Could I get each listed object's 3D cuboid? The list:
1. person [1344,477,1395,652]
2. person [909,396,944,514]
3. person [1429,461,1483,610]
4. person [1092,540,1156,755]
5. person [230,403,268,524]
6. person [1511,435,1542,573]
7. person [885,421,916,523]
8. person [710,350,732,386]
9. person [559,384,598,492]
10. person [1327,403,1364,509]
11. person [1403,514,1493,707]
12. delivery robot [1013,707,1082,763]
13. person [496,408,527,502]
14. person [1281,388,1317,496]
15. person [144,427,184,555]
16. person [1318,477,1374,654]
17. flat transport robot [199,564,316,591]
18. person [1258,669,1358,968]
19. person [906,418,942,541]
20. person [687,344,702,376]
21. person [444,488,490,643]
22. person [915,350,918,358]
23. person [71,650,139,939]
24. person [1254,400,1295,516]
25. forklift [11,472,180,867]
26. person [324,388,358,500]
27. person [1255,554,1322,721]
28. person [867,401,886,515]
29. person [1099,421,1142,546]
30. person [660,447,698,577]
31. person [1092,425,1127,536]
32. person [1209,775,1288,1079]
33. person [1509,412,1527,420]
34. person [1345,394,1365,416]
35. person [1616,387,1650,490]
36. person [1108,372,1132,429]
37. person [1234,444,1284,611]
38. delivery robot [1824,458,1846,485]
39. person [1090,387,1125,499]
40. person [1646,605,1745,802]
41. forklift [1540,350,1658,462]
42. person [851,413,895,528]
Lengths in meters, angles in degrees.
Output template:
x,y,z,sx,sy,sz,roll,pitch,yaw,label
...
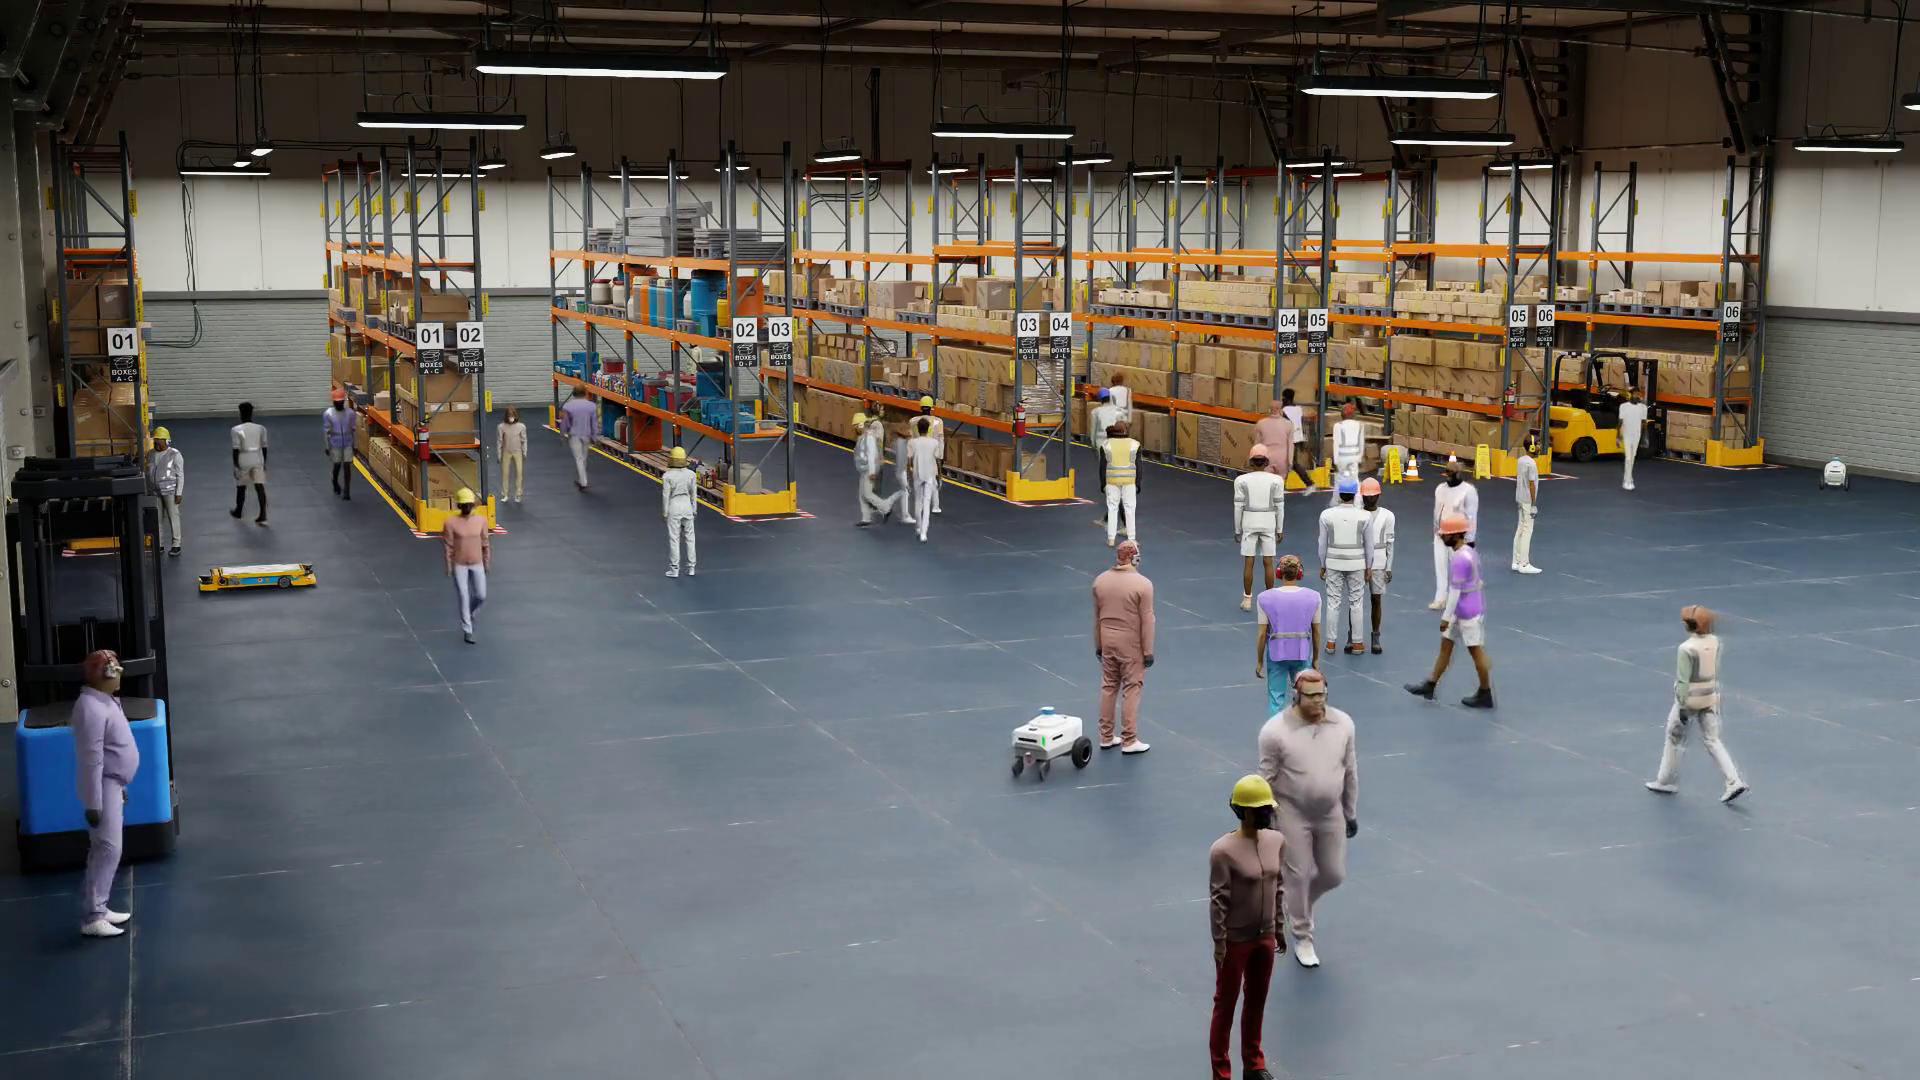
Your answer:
x,y,z,sx,sy,sz,roll,pitch,yaw,label
4.494,0.272,23.031,0.547,1.938,0.377,2,9,13,person
-0.547,-1.385,34.119,0.585,1.928,0.365,1,9,4,person
6.086,-0.065,25.676,0.694,1.823,0.631,-6,10,-34,person
1.477,0.945,18.741,0.652,1.892,0.405,8,12,42,person
-11.216,-1.214,33.029,0.628,1.907,1.023,-8,12,-43,person
7.701,-0.498,28.398,0.310,1.868,0.534,-1,9,-8,person
-0.963,-1.084,33.163,0.563,1.616,0.527,1,9,6,person
-5.485,-3.590,48.588,0.678,2.000,0.987,-1,9,-6,person
-6.742,-1.809,37.088,0.650,1.889,1.025,-4,10,-27,person
6.274,-1.294,33.872,0.600,1.832,0.975,-3,9,-17,person
4.784,0.686,20.418,0.947,1.886,0.548,2,9,11,person
0.757,1.683,18.050,0.477,0.478,0.707,5,10,32,delivery robot
-7.625,-1.448,35.615,0.522,1.594,0.548,-3,9,-19,person
5.826,-1.719,36.520,0.958,1.877,0.591,6,10,35,person
-11.362,-0.701,29.858,0.593,1.837,0.404,2,9,12,person
4.232,0.277,22.968,0.605,1.948,0.390,2,9,14,person
-9.181,0.476,27.349,1.431,0.197,0.652,-3,9,-21,flat transport robot
2.220,1.737,13.409,0.664,1.892,0.592,-2,9,-12,person
-0.538,-0.918,31.392,0.522,1.811,1.002,0,9,2,person
-6.925,-4.411,54.609,0.404,1.833,0.590,1,9,4,person
-5.579,0.269,23.676,0.530,1.754,0.457,-4,10,-27,person
-1.030,-3.204,46.015,0.612,1.995,0.393,3,9,20,person
-5.685,1.670,13.950,0.422,1.878,0.704,-3,9,-17,person
5.053,-1.306,33.745,0.653,1.887,0.680,2,9,12,person
-6.630,0.886,15.957,1.129,2.768,1.873,-3,9,-21,forklift
-10.625,-1.654,35.960,0.545,1.920,0.494,-4,9,-23,person
2.850,1.045,18.186,0.565,1.846,0.388,0,9,-3,person
-1.354,-1.344,34.120,0.340,1.845,0.513,-4,9,-25,person
2.360,-0.834,30.744,0.625,1.839,0.430,1,9,5,person
-3.759,-0.377,28.042,0.526,1.738,0.312,-4,10,-27,person
2.296,-0.911,31.837,0.841,1.651,0.544,6,10,35,person
1.553,2.124,11.249,0.525,1.772,0.307,-6,11,-36,person
11.031,-2.408,41.753,0.546,1.679,0.435,-3,9,-21,person
9.289,-3.669,49.538,0.822,1.869,0.620,6,10,35,person
11.954,-1.788,37.076,0.530,1.835,0.868,-1,9,-4,person
2.982,-2.334,40.651,0.606,1.859,0.775,-4,10,-26,person
3.638,-0.154,25.532,0.608,2.043,0.374,1,9,6,person
15.663,-1.229,37.462,0.477,0.478,0.707,4,9,24,delivery robot
2.541,-1.668,36.026,0.635,1.918,0.576,0,9,1,person
6.039,1.324,17.090,0.509,1.608,0.793,-5,10,-32,person
12.897,-2.725,42.309,2.313,2.155,1.214,-3,9,-21,forklift
-1.391,-1.076,32.524,0.614,1.790,0.636,-2,9,-14,person
